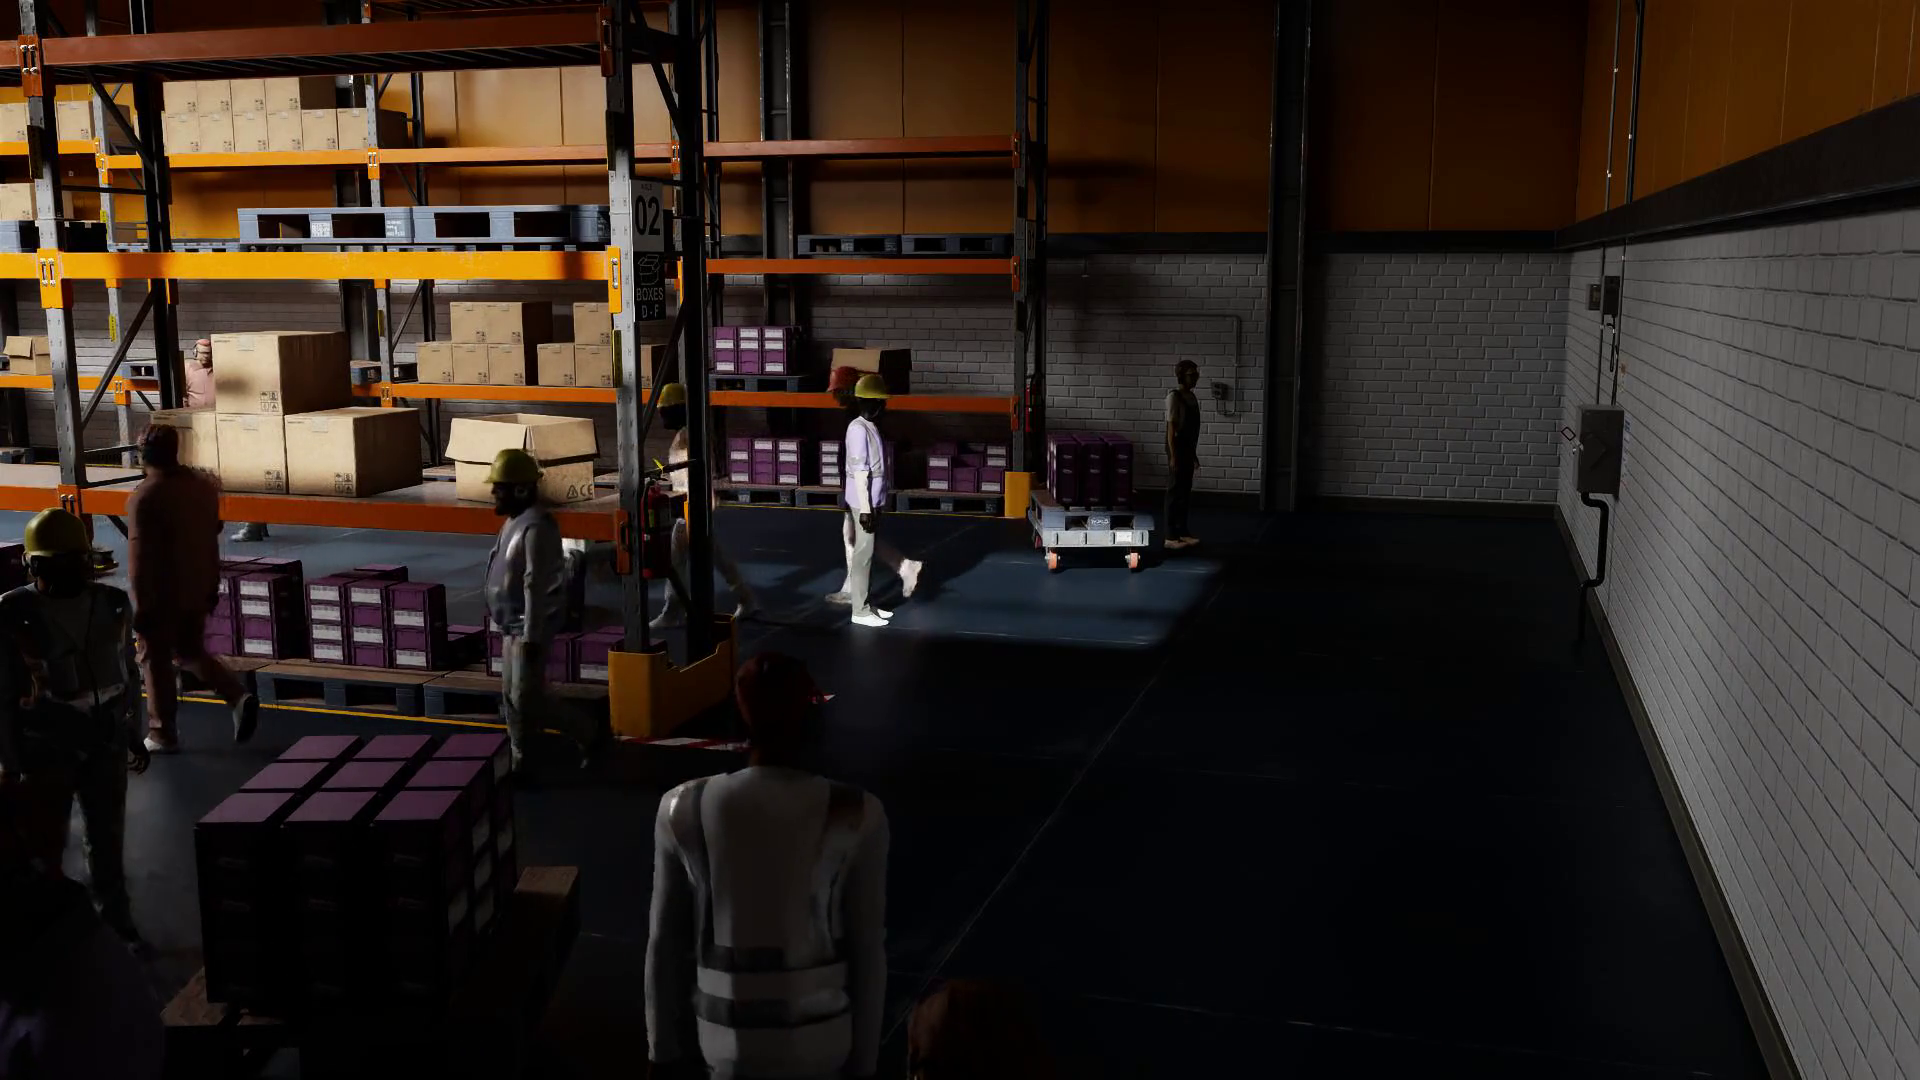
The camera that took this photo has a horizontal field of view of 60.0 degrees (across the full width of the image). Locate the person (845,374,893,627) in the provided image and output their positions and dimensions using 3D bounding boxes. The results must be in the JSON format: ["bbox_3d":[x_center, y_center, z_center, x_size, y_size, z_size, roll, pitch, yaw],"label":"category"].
[{"bbox_3d":[-0.692,-0.308,12.783,0.367,1.926,0.594,1,9,4],"label":"person"}]

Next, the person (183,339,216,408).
[{"bbox_3d":[-8.841,-1.404,19.554,0.406,1.901,0.639,8,12,41],"label":"person"}]

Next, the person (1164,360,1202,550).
[{"bbox_3d":[2.186,-0.835,16.250,0.346,1.846,0.506,6,11,32],"label":"person"}]

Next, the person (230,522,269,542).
[{"bbox_3d":[-7.177,-0.955,16.666,0.399,1.945,0.615,-1,9,-8],"label":"person"}]

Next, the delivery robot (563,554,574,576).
[{"bbox_3d":[-3.243,0.264,13.176,0.477,0.478,0.707,-2,9,-11],"label":"delivery robot"}]

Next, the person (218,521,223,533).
[{"bbox_3d":[-5.846,-0.145,12.677,0.433,1.623,0.539,4,10,22],"label":"person"}]

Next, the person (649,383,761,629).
[{"bbox_3d":[-1.963,-0.257,12.673,0.895,1.881,0.614,-1,9,-3],"label":"person"}]

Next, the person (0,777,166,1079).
[{"bbox_3d":[-1.605,1.318,3.088,0.972,1.866,0.653,-9,13,-44],"label":"person"}]

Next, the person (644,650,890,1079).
[{"bbox_3d":[-0.467,1.200,3.866,0.585,1.854,0.717,1,9,4],"label":"person"}]

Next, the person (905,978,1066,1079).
[{"bbox_3d":[0.127,1.507,2.777,0.887,1.568,0.552,1,9,6],"label":"person"}]

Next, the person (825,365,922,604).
[{"bbox_3d":[-0.717,-0.431,13.450,0.749,1.955,0.647,1,9,4],"label":"person"}]

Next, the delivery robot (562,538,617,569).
[{"bbox_3d":[-3.345,-0.006,14.833,0.477,0.478,0.707,-8,12,-39],"label":"delivery robot"}]

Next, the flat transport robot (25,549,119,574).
[{"bbox_3d":[-8.302,0.207,14.685,1.431,0.197,0.652,1,9,4],"label":"flat transport robot"}]

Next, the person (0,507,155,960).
[{"bbox_3d":[-3.430,0.781,6.437,0.404,1.833,0.590,6,11,34],"label":"person"}]

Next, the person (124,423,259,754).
[{"bbox_3d":[-4.354,0.285,9.280,0.682,1.887,0.658,2,10,13],"label":"person"}]

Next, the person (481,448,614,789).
[{"bbox_3d":[-2.192,0.422,8.669,0.567,1.817,0.600,-5,10,-27],"label":"person"}]
